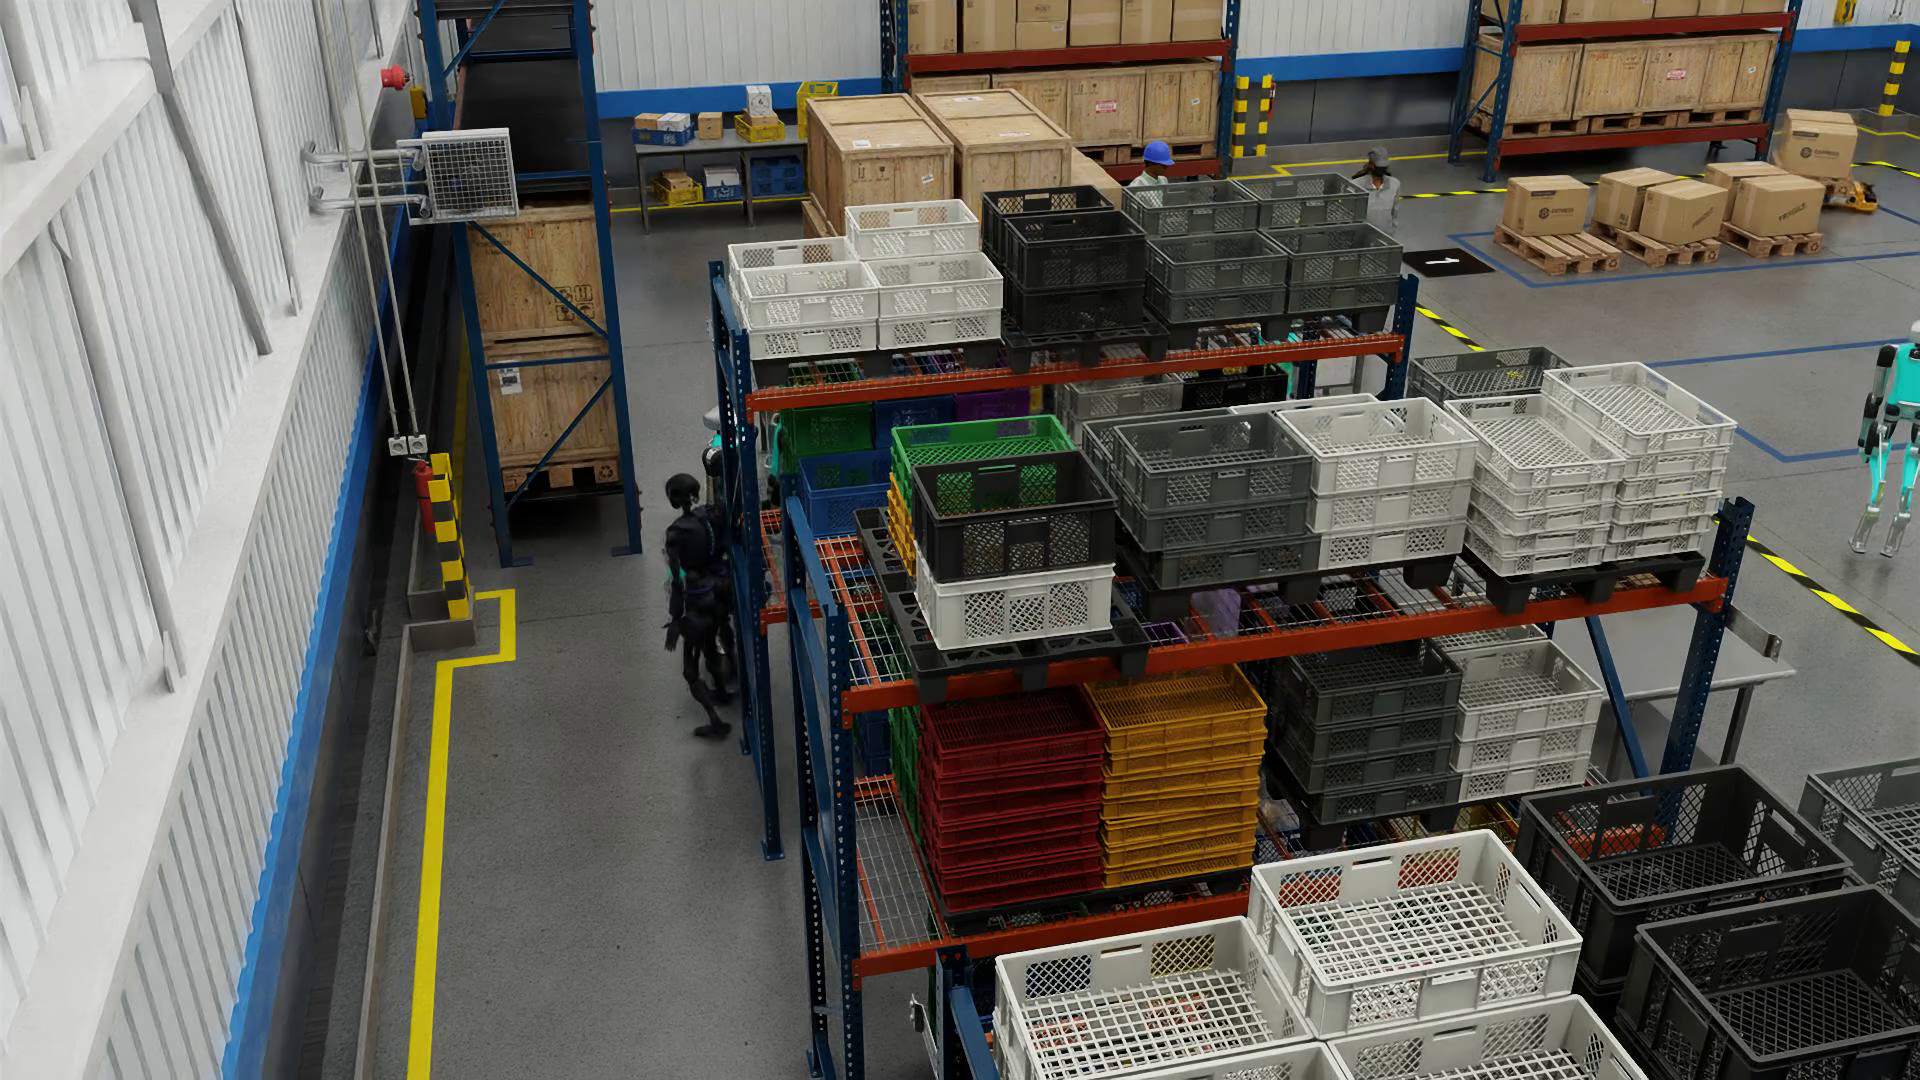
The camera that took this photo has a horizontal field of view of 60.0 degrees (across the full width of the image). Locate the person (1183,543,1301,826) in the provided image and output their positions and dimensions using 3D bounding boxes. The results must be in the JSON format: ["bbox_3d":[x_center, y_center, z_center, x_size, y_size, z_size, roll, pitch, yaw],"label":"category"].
[{"bbox_3d":[1.483,0.695,8.867,0.660,2.009,0.411,15,31,26],"label":"person"}]

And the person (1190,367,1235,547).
[{"bbox_3d":[1.692,-0.459,11.266,0.444,1.803,0.604,0,28,-1],"label":"person"}]

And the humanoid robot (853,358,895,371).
[{"bbox_3d":[-0.264,-0.451,11.381,0.940,1.797,0.572,8,29,16],"label":"humanoid robot"}]

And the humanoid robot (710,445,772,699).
[{"bbox_3d":[-1.347,0.200,10.156,0.347,1.654,0.609,-19,33,-32],"label":"humanoid robot"}]

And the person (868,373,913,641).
[{"bbox_3d":[-0.464,-0.223,10.739,0.401,1.879,0.591,2,28,4],"label":"person"}]

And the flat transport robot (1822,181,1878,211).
[{"bbox_3d":[10.217,-4.207,19.998,1.431,0.197,0.652,9,29,17],"label":"flat transport robot"}]

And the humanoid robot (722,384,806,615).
[{"bbox_3d":[-1.359,-0.211,10.848,0.853,1.734,0.565,2,28,4],"label":"humanoid robot"}]

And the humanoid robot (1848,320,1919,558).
[{"bbox_3d":[6.519,-0.636,11.533,0.533,1.677,0.735,13,30,23],"label":"humanoid robot"}]

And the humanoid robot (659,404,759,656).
[{"bbox_3d":[-1.631,-0.097,10.510,0.735,1.677,0.533,11,30,19],"label":"humanoid robot"}]

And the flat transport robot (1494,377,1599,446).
[{"bbox_3d":[4.780,-1.036,14.013,0.659,0.231,1.431,-6,28,-12],"label":"flat transport robot"}]

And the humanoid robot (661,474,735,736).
[{"bbox_3d":[-1.524,0.373,9.846,0.415,1.641,0.606,9,29,16],"label":"humanoid robot"}]

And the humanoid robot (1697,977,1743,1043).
[{"bbox_3d":[2.410,2.247,6.247,0.903,1.782,0.542,2,28,4],"label":"humanoid robot"}]

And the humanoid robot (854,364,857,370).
[{"bbox_3d":[-0.634,-0.867,12.183,0.360,1.652,0.608,-17,32,-29],"label":"humanoid robot"}]

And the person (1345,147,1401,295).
[{"bbox_3d":[3.903,-2.893,15.924,0.572,1.768,0.399,-5,28,-9],"label":"person"}]

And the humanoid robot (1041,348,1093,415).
[{"bbox_3d":[0.838,-0.617,11.752,0.681,1.637,0.634,-19,33,-32],"label":"humanoid robot"}]

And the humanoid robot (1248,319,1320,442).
[{"bbox_3d":[2.437,-0.912,12.107,0.702,1.709,0.533,-18,33,-30],"label":"humanoid robot"}]

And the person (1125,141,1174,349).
[{"bbox_3d":[1.748,-2.752,15.482,0.412,1.939,0.602,19,33,32],"label":"person"}]
